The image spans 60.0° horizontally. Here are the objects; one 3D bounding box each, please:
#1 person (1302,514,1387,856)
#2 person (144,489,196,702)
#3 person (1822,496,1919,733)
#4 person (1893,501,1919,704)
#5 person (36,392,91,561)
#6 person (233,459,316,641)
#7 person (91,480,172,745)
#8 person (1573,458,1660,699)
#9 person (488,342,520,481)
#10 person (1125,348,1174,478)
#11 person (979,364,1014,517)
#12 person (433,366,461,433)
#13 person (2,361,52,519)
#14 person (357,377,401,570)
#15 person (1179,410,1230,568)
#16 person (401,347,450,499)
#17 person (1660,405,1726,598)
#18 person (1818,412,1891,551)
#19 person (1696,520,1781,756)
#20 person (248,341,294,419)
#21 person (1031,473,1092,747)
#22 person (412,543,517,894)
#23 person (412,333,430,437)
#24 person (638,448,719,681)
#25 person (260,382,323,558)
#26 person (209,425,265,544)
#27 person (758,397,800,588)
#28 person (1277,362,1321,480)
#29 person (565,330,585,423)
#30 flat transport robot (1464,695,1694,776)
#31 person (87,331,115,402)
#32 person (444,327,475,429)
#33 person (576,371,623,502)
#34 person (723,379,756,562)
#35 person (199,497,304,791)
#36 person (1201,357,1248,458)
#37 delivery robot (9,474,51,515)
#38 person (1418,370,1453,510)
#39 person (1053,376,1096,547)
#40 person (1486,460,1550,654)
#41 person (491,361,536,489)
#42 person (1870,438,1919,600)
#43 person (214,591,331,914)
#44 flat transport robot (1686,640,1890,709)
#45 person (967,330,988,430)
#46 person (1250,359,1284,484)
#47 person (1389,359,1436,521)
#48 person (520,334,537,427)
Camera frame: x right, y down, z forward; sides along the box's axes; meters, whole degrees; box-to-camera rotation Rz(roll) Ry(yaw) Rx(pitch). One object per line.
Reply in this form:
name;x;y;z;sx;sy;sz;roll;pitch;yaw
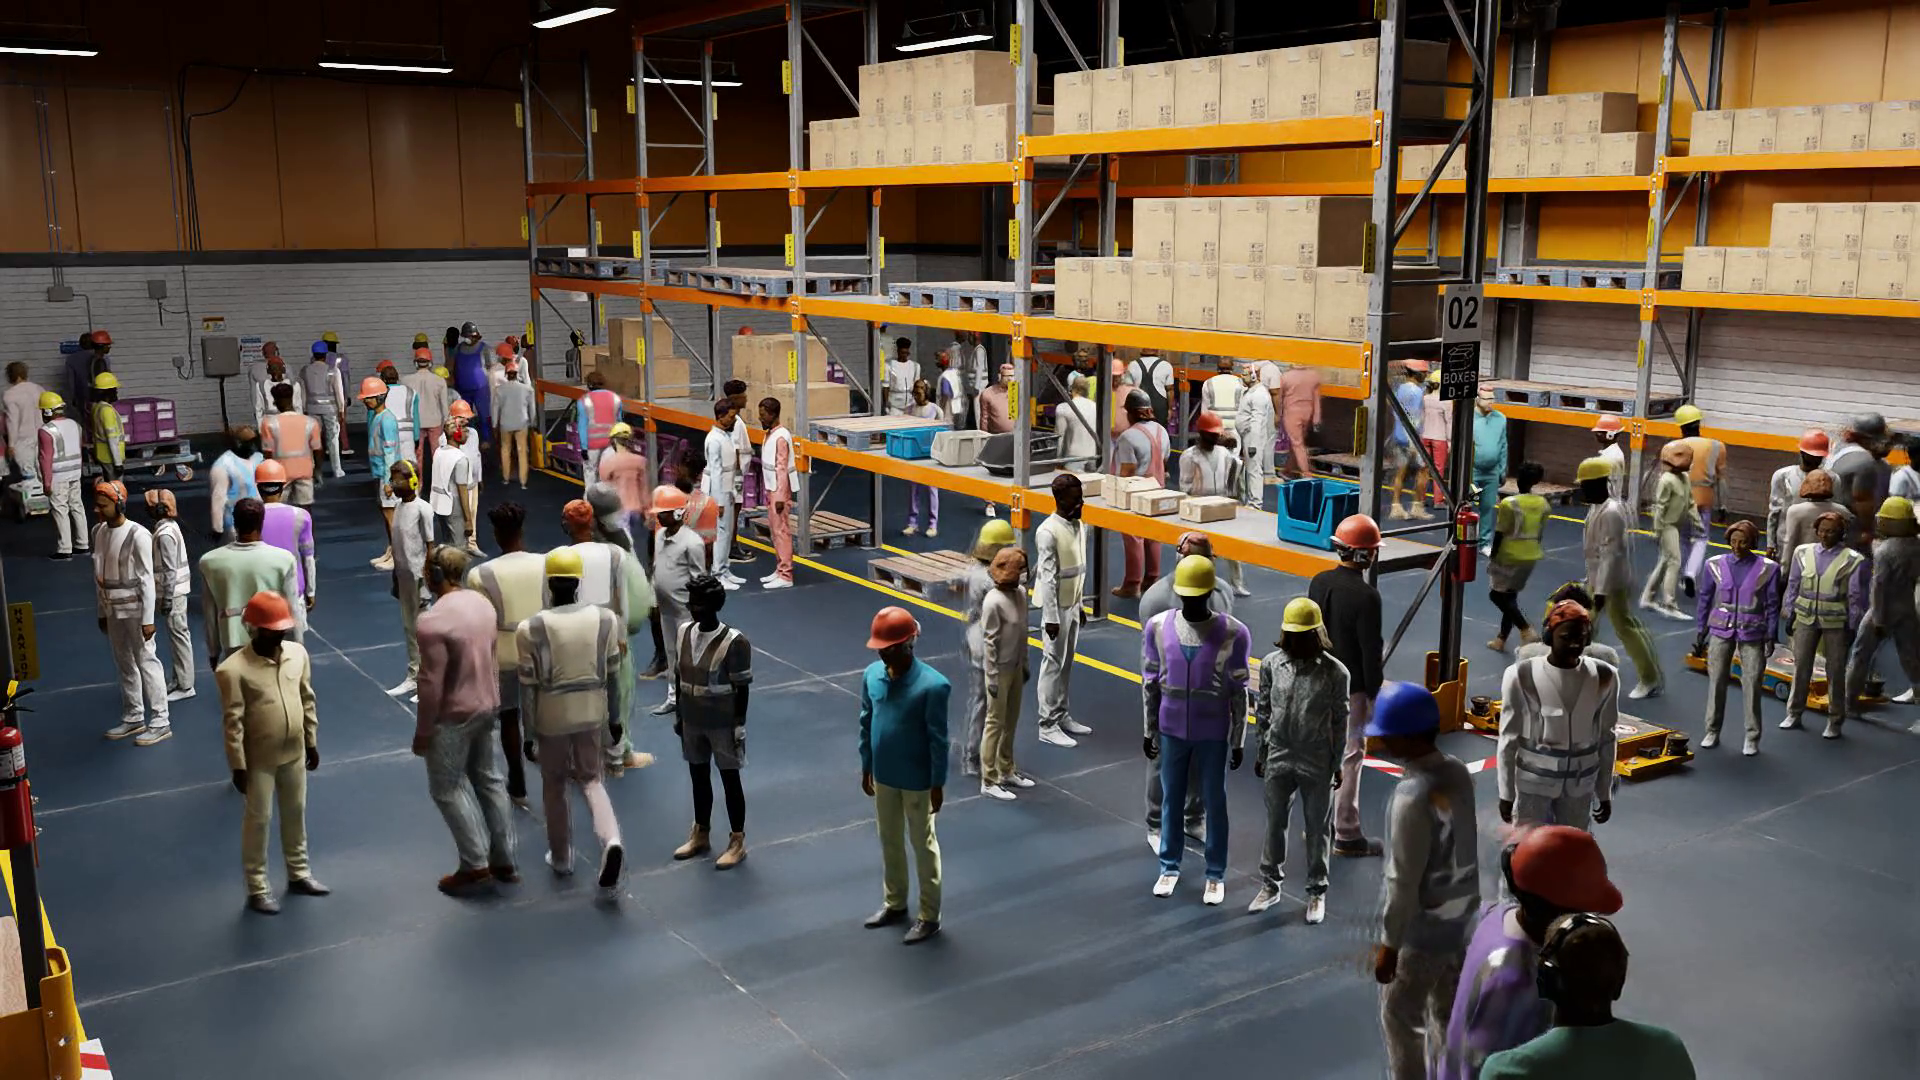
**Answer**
person;2.259;0.834;9.700;0.396;1.993;0.617;-5;12;-24
person;-6.061;0.415;12.759;0.309;1.641;0.514;-5;12;-26
person;6.763;0.530;12.021;0.490;1.708;0.863;-3;12;-16
person;7.329;0.352;12.441;0.400;1.896;0.653;-5;12;-23
person;-9.695;-0.688;17.938;0.403;1.823;0.595;2;11;8
person;-5.052;0.365;12.302;0.549;1.923;0.390;-7;13;-31
person;-5.854;0.507;11.693;0.573;1.877;0.353;6;12;28
person;4.991;0.307;12.778;0.958;1.865;0.674;1;11;5
person;-6.291;-1.783;23.192;0.433;1.955;0.667;4;12;20
person;2.701;-1.890;23.525;0.688;2.000;0.536;4;12;19
person;0.559;-1.220;20.481;0.643;1.901;0.395;-2;11;-12
person;-6.809;-1.433;21.983;0.494;1.732;0.323;5;12;22
person;-11.427;-1.224;20.427;0.441;1.928;0.694;2;11;12
person;-6.061;-0.693;17.438;0.407;2.031;0.613;-6;13;-28
person;2.274;-0.239;15.346;0.551;1.936;0.373;-6;13;-28
person;-7.007;-1.532;21.851;0.637;1.986;0.414;-3;11;-14
person;7.117;-0.374;16.178;0.620;1.878;0.791;5;12;23
person;7.897;-0.194;14.847;0.594;2.000;0.703;1;11;6
person;5.371;0.664;11.512;0.524;1.631;0.319;7;13;32
person;-9.828;-1.894;23.889;0.639;1.911;0.406;-1;11;-7
person;0.717;0.477;11.725;0.391;1.920;0.593;5;12;23
person;-2.716;0.969;9.204;0.532;1.912;0.676;3;11;15
person;-9.016;-2.609;27.969;0.295;1.744;0.485;-5;12;-23
person;-2.200;0.220;13.041;0.697;1.917;0.373;4;12;20
person;-7.132;-0.711;17.718;0.672;1.948;0.498;-9;14;-40
person;-6.735;-0.189;15.459;0.902;1.802;0.613;2;11;11
person;-1.818;-0.479;16.654;0.402;1.909;0.599;-3;12;-17
person;4.646;-1.674;22.957;0.651;1.848;1.033;-4;12;-20
person;-6.131;-2.445;26.805;0.514;1.872;0.328;9;14;39
flat transport robot;4.310;1.319;11.645;0.652;0.197;1.431;-6;13;-30
person;-12.495;-2.035;24.295;0.415;2.035;0.609;-9;14;-37
person;-8.143;-2.511;27.056;0.587;1.910;0.397;8;14;36
person;-4.444;-1.205;20.659;0.639;1.800;0.950;-9;14;-37
person;-2.415;-0.748;17.870;0.368;1.967;0.600;-3;11;-13
person;-4.549;0.679;10.732;0.608;1.908;0.399;-3;11;-13
person;3.522;-1.522;22.189;0.623;1.837;0.429;2;11;11
delivery robot;-11.333;-0.561;20.298;0.477;0.478;0.707;-10;15;-42
person;6.009;-1.262;21.011;0.308;1.772;0.525;-8;14;-37
person;1.335;-0.901;18.879;0.650;1.889;0.744;-8;14;-36
person;4.706;0.166;13.985;0.578;1.662;0.534;-7;13;-30
person;-6.126;-1.587;22.808;0.614;1.709;0.825;-5;12;-22
person;8.754;-0.120;15.364;0.547;1.676;0.373;-8;14;-37
person;-3.657;1.121;8.888;0.354;1.741;0.567;6;13;28
flat transport robot;6.499;1.032;13.112;0.652;0.197;1.431;-3;12;-17
person;0.283;-2.545;27.305;0.359;1.879;0.586;-1;11;-4
person;4.268;-1.799;23.061;0.539;2.000;0.689;-6;13;-28
person;5.558;-1.229;20.170;0.665;2.021;0.621;-1;11;-6
person;-7.564;-2.801;29.234;0.279;1.633;0.500;0;11;1
